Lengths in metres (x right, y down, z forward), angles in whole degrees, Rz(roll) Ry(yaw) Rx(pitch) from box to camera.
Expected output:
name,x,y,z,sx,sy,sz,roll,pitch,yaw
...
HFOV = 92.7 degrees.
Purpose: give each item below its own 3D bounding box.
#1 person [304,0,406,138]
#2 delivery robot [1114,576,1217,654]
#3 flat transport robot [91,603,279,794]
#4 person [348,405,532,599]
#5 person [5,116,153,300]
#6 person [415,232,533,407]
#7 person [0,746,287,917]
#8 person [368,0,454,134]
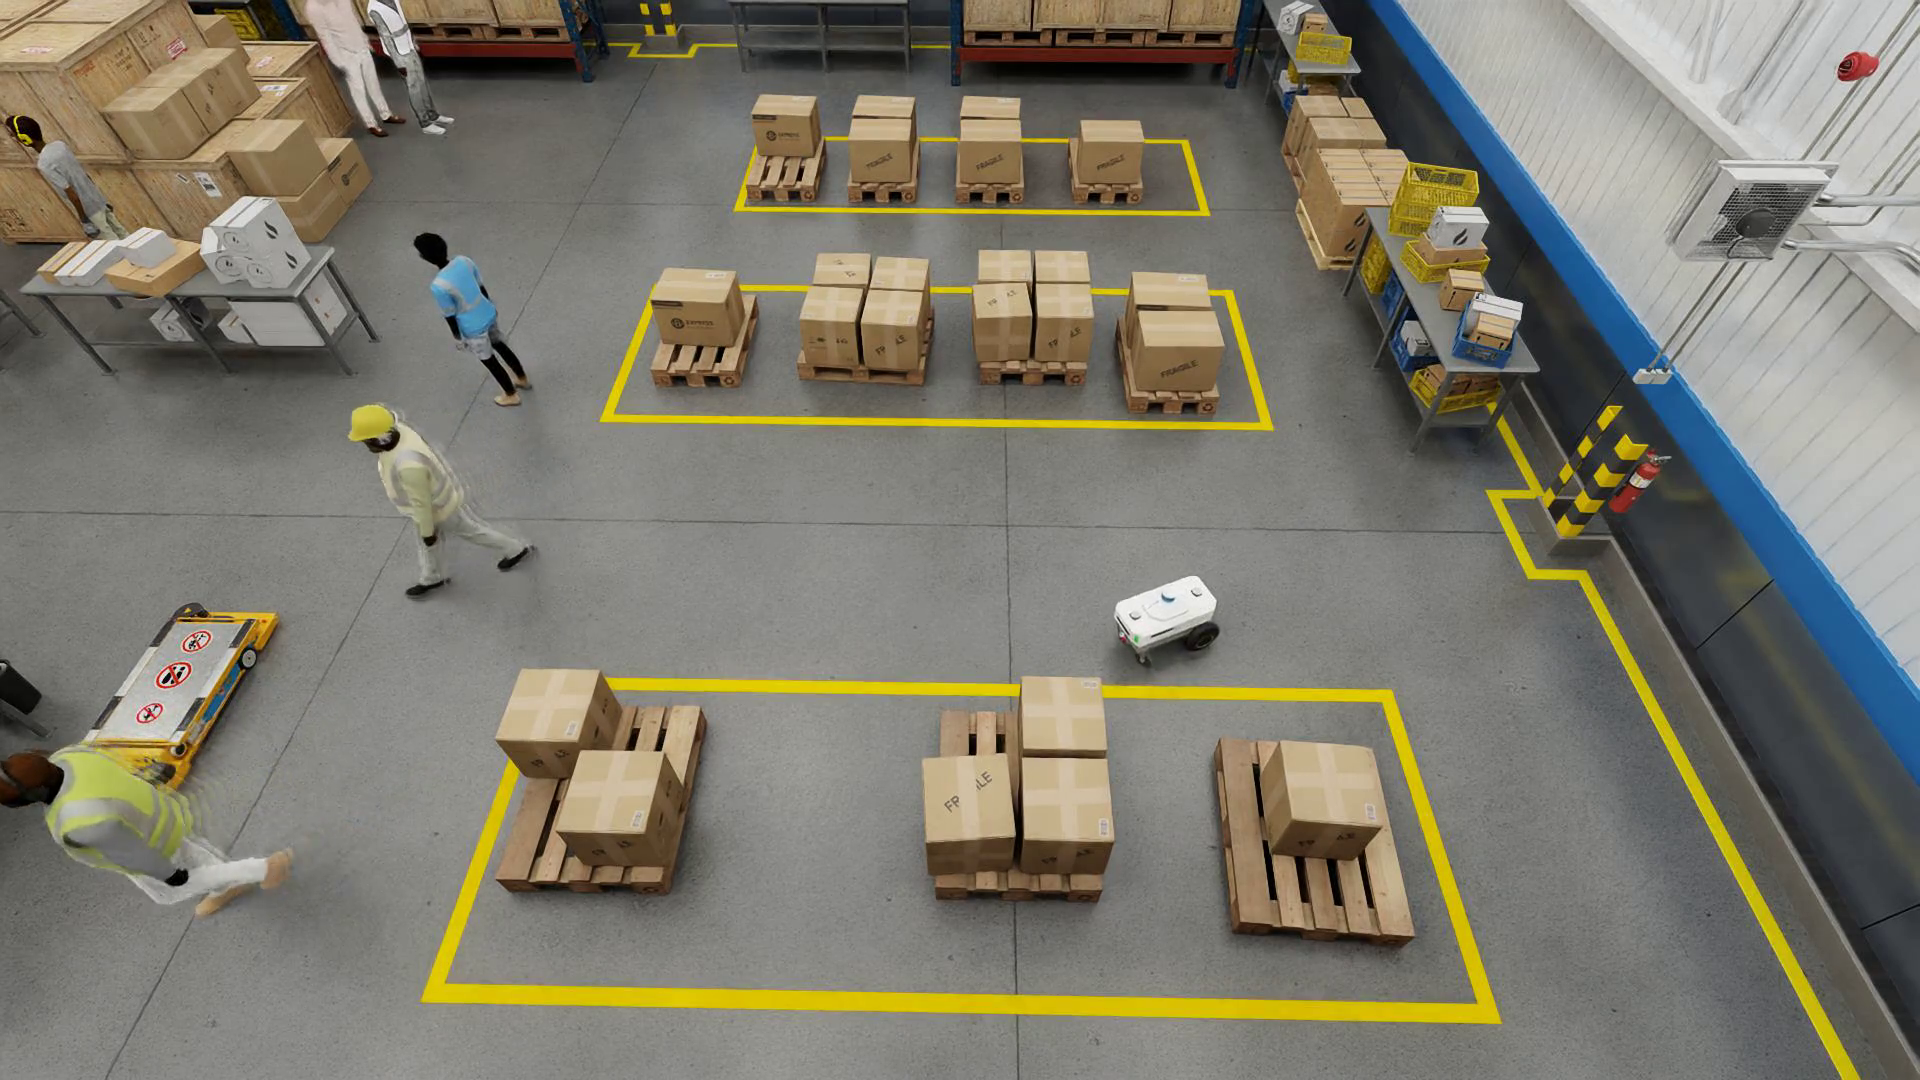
name,x,y,z,sx,sy,sz,roll,pitch,yaw
person,-7.563,-6.066,11.419,0.403,1.906,0.652,12,51,10
delivery robot,1.481,0.525,6.661,0.707,0.478,0.477,-18,52,-15
flat transport robot,-5.504,1.072,6.442,0.652,0.197,1.431,1,50,1
person,-3.834,-0.284,6.609,0.935,1.786,0.602,-32,57,-24
person,-8.595,-3.264,9.071,0.315,1.869,0.526,-11,51,-9
person,-4.270,-1.923,8.058,0.352,1.681,0.547,7,50,6
person,-4.405,1.601,4.982,0.501,1.825,0.643,-32,57,-24
person,-6.938,-6.074,11.426,0.390,1.911,0.592,-1,50,-1
